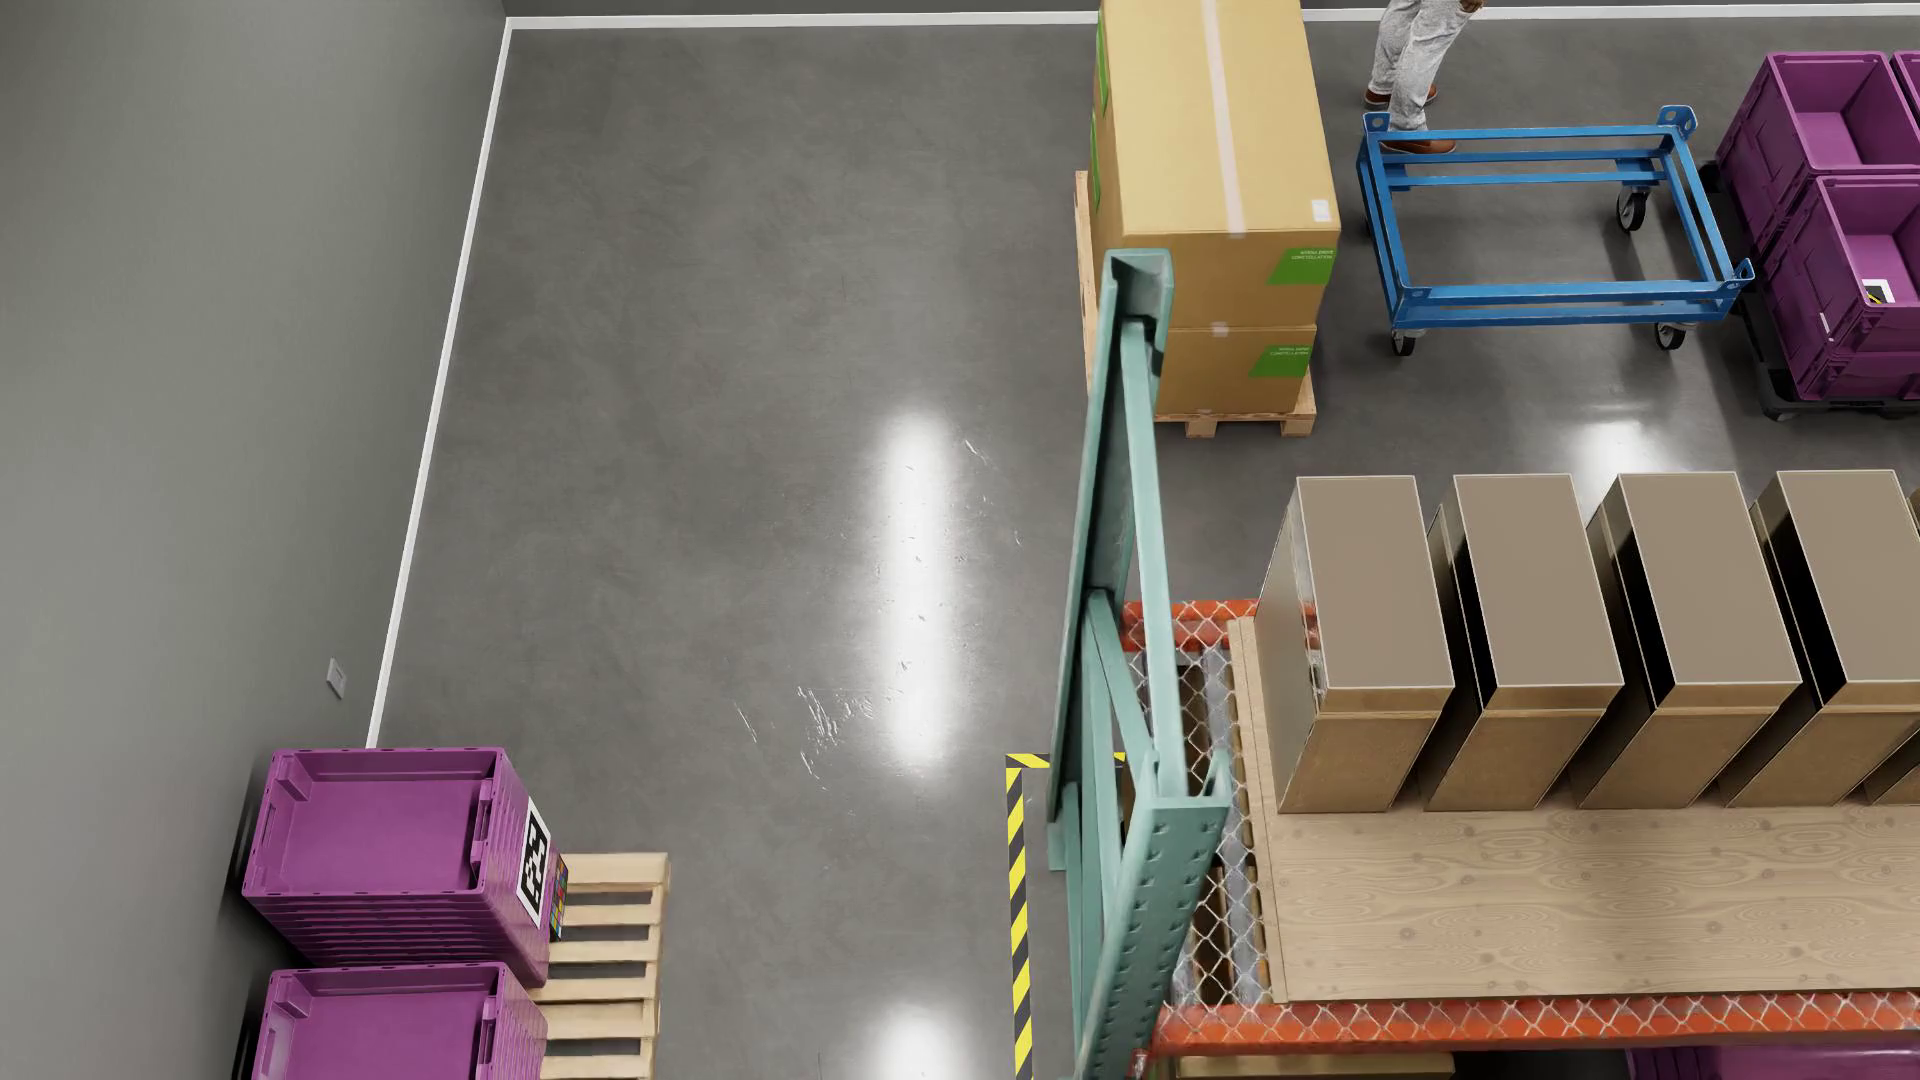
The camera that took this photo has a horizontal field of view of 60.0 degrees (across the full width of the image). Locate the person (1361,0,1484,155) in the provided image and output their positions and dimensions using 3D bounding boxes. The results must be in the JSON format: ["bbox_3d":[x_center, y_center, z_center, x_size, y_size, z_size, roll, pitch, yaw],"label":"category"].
[{"bbox_3d":[1.828,-2.236,6.073,0.359,1.938,0.635,-3,58,-2],"label":"person"}]
